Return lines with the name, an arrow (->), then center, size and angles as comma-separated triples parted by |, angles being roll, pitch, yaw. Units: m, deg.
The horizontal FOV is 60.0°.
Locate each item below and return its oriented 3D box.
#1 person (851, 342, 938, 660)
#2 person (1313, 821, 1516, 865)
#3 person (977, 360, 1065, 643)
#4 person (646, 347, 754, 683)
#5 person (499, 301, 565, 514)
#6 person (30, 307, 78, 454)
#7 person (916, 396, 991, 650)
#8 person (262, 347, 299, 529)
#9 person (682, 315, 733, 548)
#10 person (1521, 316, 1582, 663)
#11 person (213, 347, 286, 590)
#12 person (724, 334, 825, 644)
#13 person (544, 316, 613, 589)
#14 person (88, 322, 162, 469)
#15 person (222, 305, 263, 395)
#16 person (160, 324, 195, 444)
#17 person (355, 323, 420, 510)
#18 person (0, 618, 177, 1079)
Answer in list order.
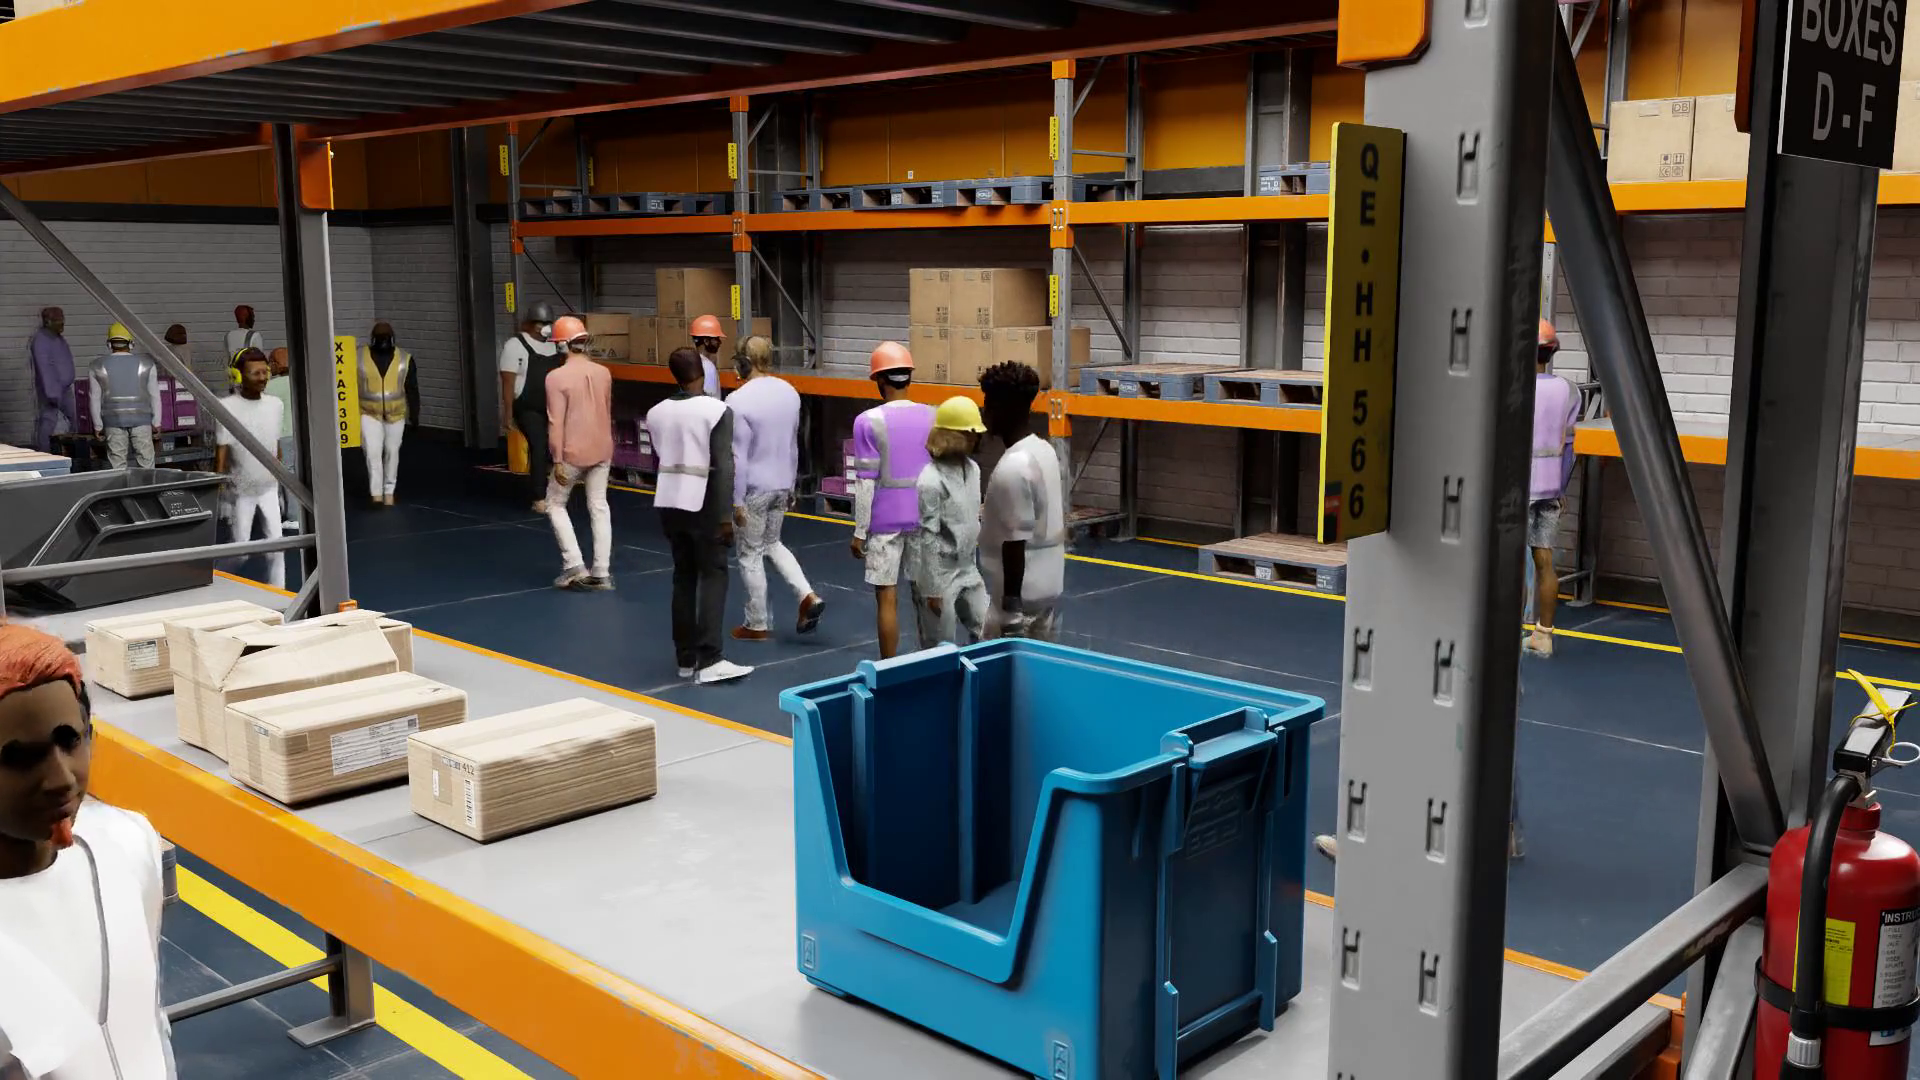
person -> -0.344, -0.097, 8.956 | 0.543, 1.928, 0.372 | -5, 11, -30
person -> 1.782, 0.473, 6.340 | 0.866, 1.643, 0.527 | 0, 9, 0
person -> 0.343, 0.199, 7.119 | 0.742, 1.942, 0.608 | 3, 10, 17
person -> -1.485, -0.144, 9.416 | 0.734, 1.873, 0.443 | 6, 11, 33
person -> -3.910, -1.264, 15.762 | 0.735, 2.000, 0.714 | 7, 11, 36
person -> -10.159, -1.692, 18.844 | 0.728, 1.879, 0.677 | -1, 9, -7
person -> -0.024, 0.183, 7.826 | 0.391, 1.726, 0.515 | 6, 11, 32
person -> -5.978, -0.907, 14.862 | 0.302, 1.623, 0.495 | 7, 11, 36
person -> -2.103, -0.895, 13.816 | 0.375, 1.935, 0.551 | -5, 11, -28
person -> 3.339, -0.295, 9.806 | 0.608, 2.047, 0.366 | -5, 10, -26
person -> -4.546, -0.312, 10.556 | 0.815, 1.843, 0.523 | 6, 11, 34
person -> -1.171, -0.294, 10.166 | 0.562, 1.925, 0.643 | 6, 11, 34
person -> -2.736, -0.614, 11.989 | 0.479, 1.977, 0.639 | 8, 12, 39
person -> -7.700, -1.097, 15.374 | 0.594, 1.832, 0.403 | -4, 10, -26
person -> -8.536, -1.864, 19.921 | 0.577, 1.882, 0.349 | 4, 10, 21
person -> -9.673, -1.853, 20.623 | 0.501, 1.631, 0.285 | 4, 10, 25
person -> -5.523, -1.178, 15.989 | 0.650, 1.787, 0.992 | -4, 10, -24
person -> -1.225, 1.024, 2.236 | 0.338, 1.883, 0.618 | 2, 9, 10
